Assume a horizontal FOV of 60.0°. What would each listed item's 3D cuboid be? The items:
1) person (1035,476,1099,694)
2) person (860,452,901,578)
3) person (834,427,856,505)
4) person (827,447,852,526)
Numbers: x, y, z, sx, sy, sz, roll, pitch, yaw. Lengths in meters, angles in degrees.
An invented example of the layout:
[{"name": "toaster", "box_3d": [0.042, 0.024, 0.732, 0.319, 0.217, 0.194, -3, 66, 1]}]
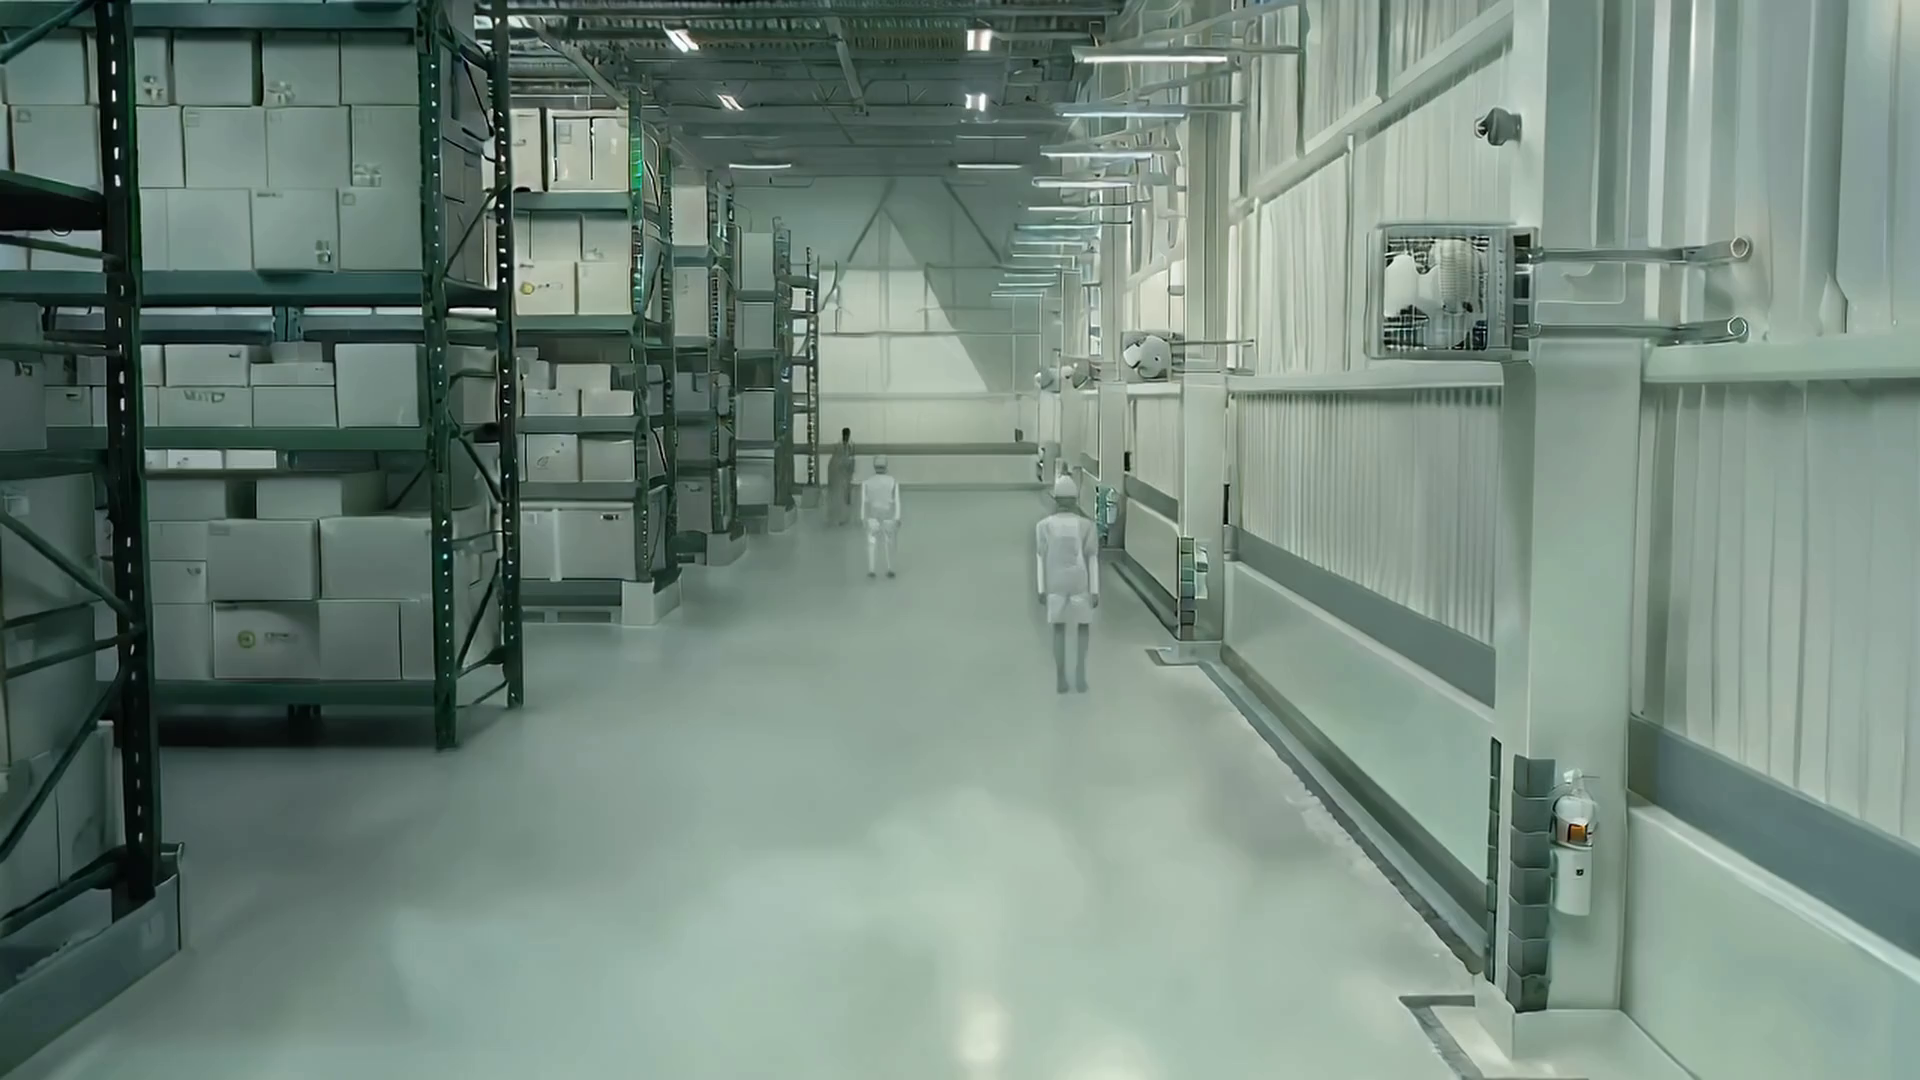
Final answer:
[{"name": "person", "box_3d": [0.943, 0.403, 14.666, 0.565, 1.929, 0.383, 1, 5, 10]}, {"name": "person", "box_3d": [-1.156, -0.353, 24.062, 0.603, 1.830, 0.404, -1, 5, -8]}, {"name": "person", "box_3d": [-2.832, -1.828, 40.762, 0.565, 1.915, 0.779, -1, 5, -13]}, {"name": "person", "box_3d": [-2.443, -1.086, 33.780, 0.537, 1.625, 0.378, 1, 5, 9]}]
